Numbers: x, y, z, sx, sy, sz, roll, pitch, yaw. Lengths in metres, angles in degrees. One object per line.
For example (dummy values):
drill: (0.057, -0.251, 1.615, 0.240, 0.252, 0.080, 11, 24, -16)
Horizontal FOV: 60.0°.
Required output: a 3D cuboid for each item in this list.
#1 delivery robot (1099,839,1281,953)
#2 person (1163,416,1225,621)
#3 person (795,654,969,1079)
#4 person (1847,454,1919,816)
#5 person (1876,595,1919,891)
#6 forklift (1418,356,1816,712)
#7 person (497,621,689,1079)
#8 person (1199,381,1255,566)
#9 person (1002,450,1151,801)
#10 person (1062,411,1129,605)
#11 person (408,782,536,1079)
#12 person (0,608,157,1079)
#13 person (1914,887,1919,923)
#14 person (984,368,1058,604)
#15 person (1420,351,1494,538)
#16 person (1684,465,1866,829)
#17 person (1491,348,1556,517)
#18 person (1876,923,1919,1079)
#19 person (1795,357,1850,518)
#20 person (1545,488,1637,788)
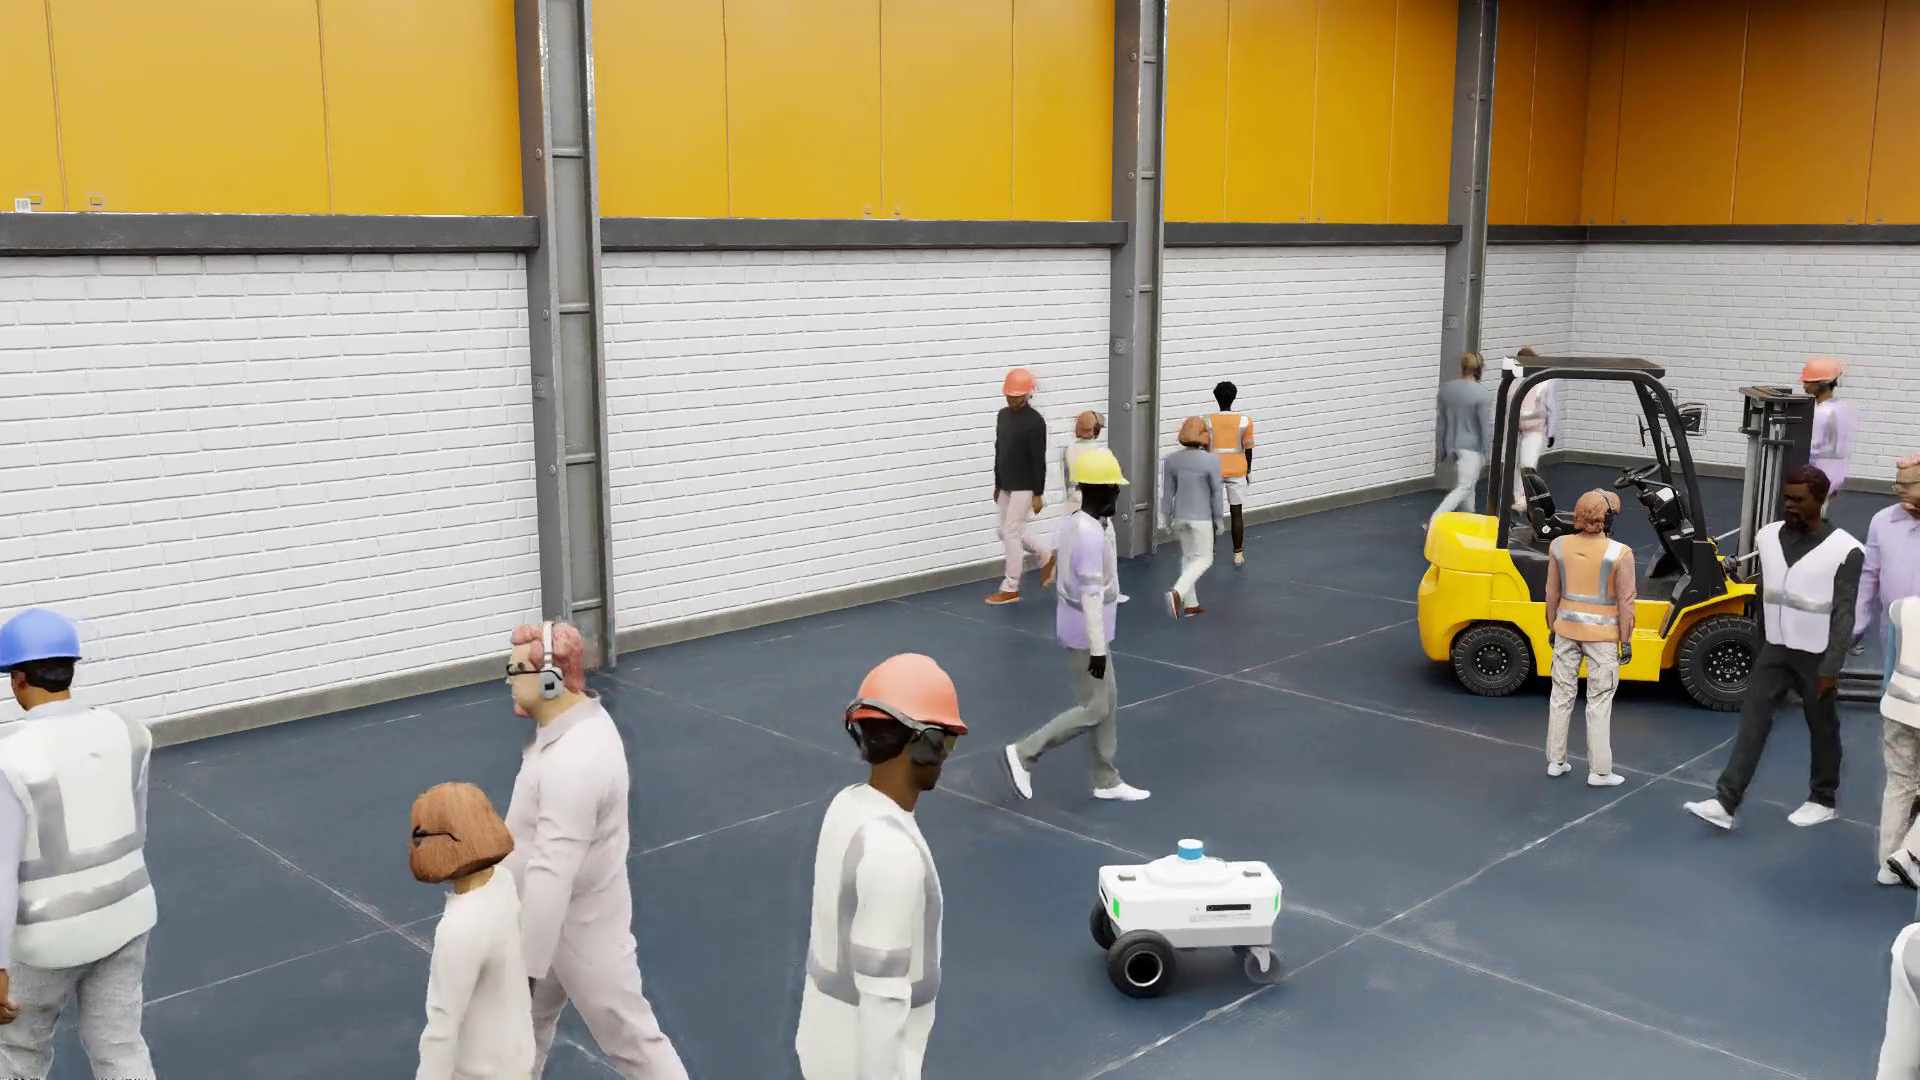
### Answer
delivery robot: (0.934, 1.462, 6.769, 0.707, 0.478, 0.477, -1, 10, -5)
person: (1.787, -0.161, 12.977, 0.509, 1.613, 0.609, 9, 13, 39)
person: (-0.122, 1.285, 4.122, 1.004, 1.975, 0.681, -3, 11, -17)
person: (4.957, 0.494, 8.702, 0.798, 1.872, 0.658, -5, 12, -25)
person: (4.399, 0.829, 7.569, 0.389, 1.625, 0.528, -5, 12, -26)
forklift: (4.276, -0.101, 11.076, 2.313, 2.155, 1.214, 2, 11, 13)
person: (-1.212, 1.164, 5.107, 0.987, 1.859, 0.655, -3, 11, -16)
person: (2.410, -0.601, 15.157, 0.534, 1.699, 0.318, 1, 10, 4)
person: (0.630, 0.471, 8.738, 0.712, 1.911, 0.597, 1, 10, 3)
person: (1.079, -0.231, 13.354, 0.524, 1.609, 0.742, 9, 14, 41)
person: (-1.270, 1.422, 4.458, 0.907, 1.575, 0.518, -1, 10, -7)
person: (-2.758, 1.161, 5.027, 0.836, 1.897, 0.668, 4, 11, 19)
person: (4.050, 1.000, 6.600, 0.282, 1.633, 0.499, -4, 11, -22)
person: (0.535, -0.451, 13.643, 0.682, 1.953, 0.628, -5, 12, -28)
person: (4.836, -0.874, 16.089, 0.914, 1.910, 0.643, -5, 11, -25)
person: (4.129, 0.565, 8.311, 0.971, 1.868, 0.622, -5, 12, -26)
person: (6.071, -1.161, 17.954, 0.646, 1.804, 0.939, 6, 12, 31)
person: (2.153, 1.456, 3.487, 0.703, 1.865, 0.585, -5, 12, -26)
person: (6.889, -0.479, 13.571, 0.571, 2.029, 0.647, 10, 14, 42)
person: (3.441, 0.536, 9.113, 0.309, 1.641, 0.511, -9, 14, -40)
